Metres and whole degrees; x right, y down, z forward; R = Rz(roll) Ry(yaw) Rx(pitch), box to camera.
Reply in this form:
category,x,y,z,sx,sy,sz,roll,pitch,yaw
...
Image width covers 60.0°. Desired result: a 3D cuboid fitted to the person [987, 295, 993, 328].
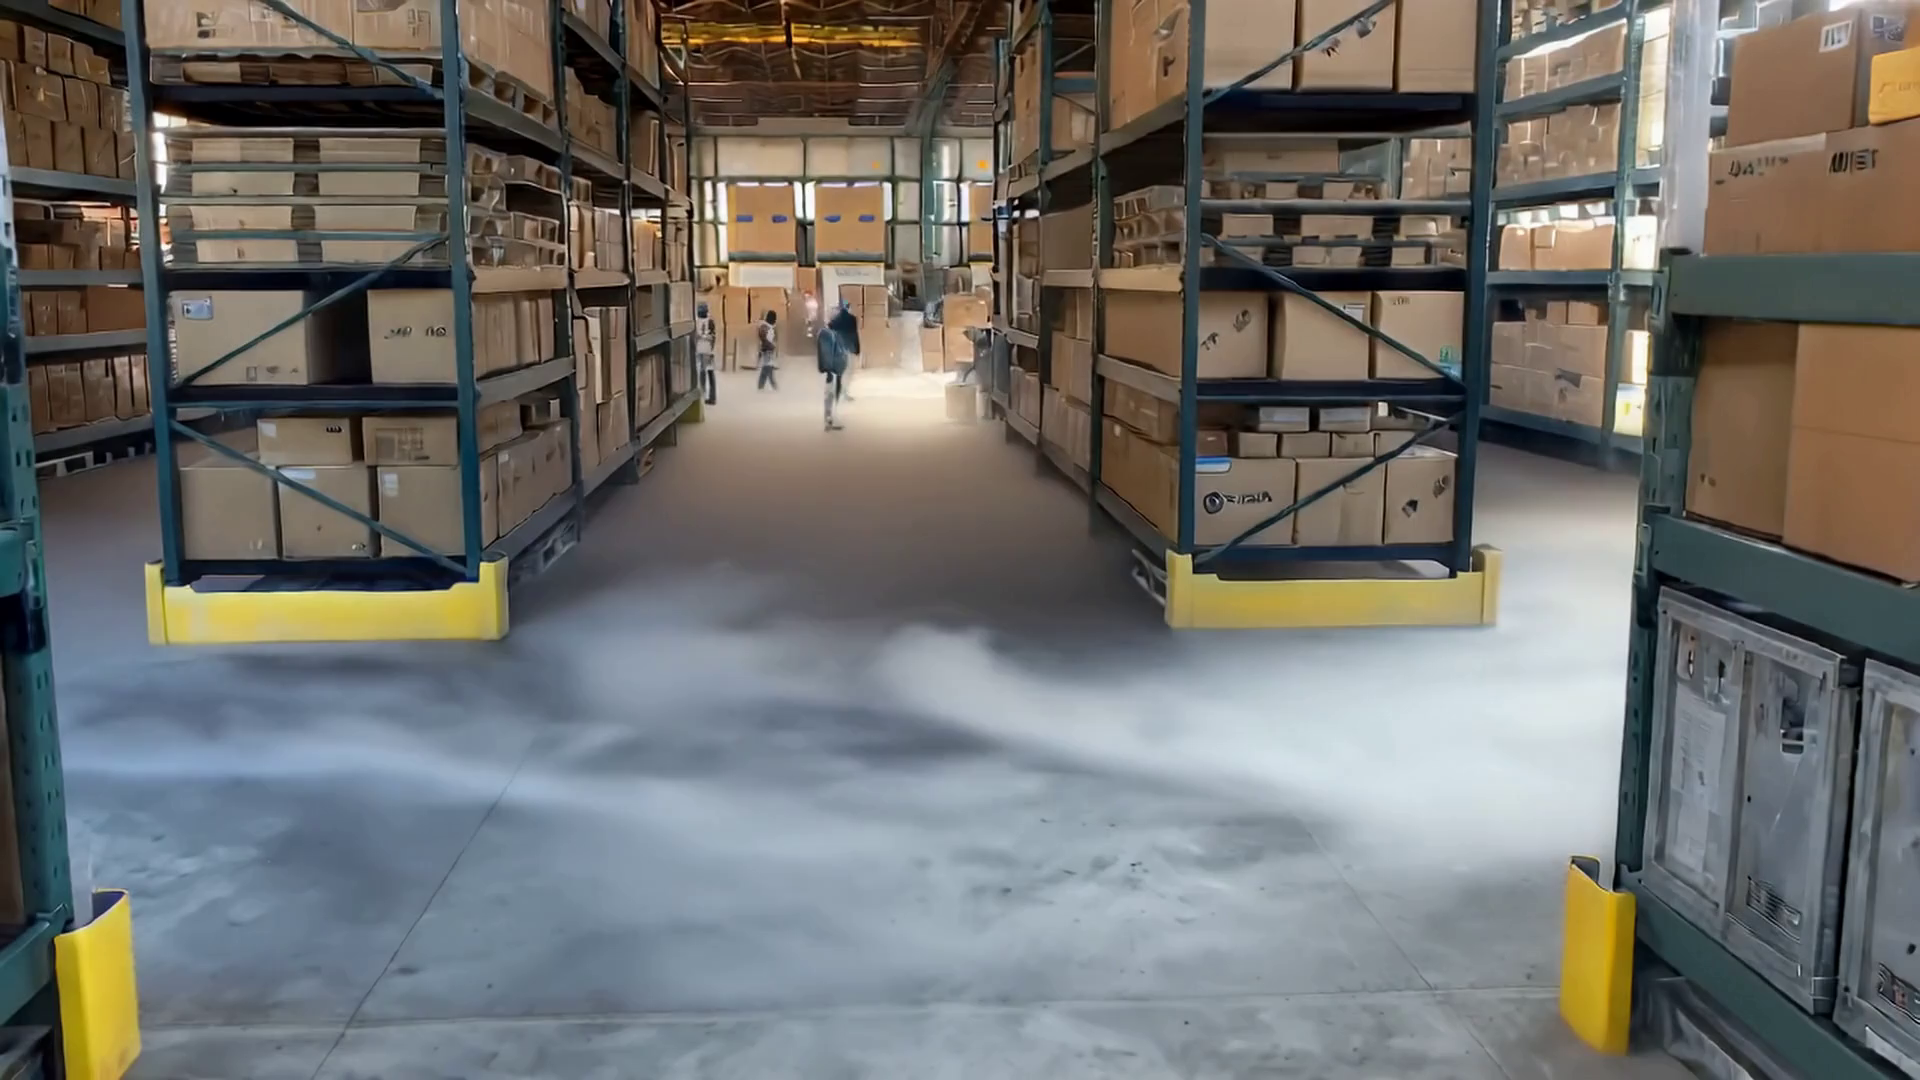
category,x,y,z,sx,sy,sz,roll,pitch,yaw
person,0.958,-5.536,43.535,0.631,1.938,0.362,0,9,3

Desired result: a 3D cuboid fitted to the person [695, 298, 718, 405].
category,x,y,z,sx,sy,sz,roll,pitch,yaw
person,-4.668,-3.432,30.342,0.552,1.932,0.377,8,12,41

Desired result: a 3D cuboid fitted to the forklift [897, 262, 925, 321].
category,x,y,z,sx,sy,sz,roll,pitch,yaw
forklift,-1.812,-8.621,59.961,1.129,2.768,1.873,-1,9,-4

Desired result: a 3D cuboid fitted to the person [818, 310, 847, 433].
category,x,y,z,sx,sy,sz,roll,pitch,yaw
person,-1.909,-2.524,24.931,0.429,1.842,0.635,1,9,7

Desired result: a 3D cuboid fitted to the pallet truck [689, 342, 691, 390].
category,x,y,z,sx,sy,sz,roll,pitch,yaw
pallet truck,-5.225,-3.008,27.480,1.885,1.965,0.823,2,9,14

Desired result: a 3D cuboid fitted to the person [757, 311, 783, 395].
category,x,y,z,sx,sy,sz,roll,pitch,yaw
person,-3.767,-3.687,32.873,0.729,1.647,0.544,-7,12,-39

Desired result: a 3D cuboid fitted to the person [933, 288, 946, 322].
category,x,y,z,sx,sy,sz,roll,pitch,yaw
person,-0.775,-9.070,65.968,1.037,1.861,0.580,6,11,32

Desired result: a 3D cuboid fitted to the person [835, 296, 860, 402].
category,x,y,z,sx,sy,sz,roll,pitch,yaw
person,-2.156,-3.558,30.991,0.551,1.979,0.647,8,12,42

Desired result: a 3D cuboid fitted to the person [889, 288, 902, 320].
category,x,y,z,sx,sy,sz,roll,pitch,yaw
person,-2.302,-7.827,57.979,0.636,1.928,0.383,4,10,21
